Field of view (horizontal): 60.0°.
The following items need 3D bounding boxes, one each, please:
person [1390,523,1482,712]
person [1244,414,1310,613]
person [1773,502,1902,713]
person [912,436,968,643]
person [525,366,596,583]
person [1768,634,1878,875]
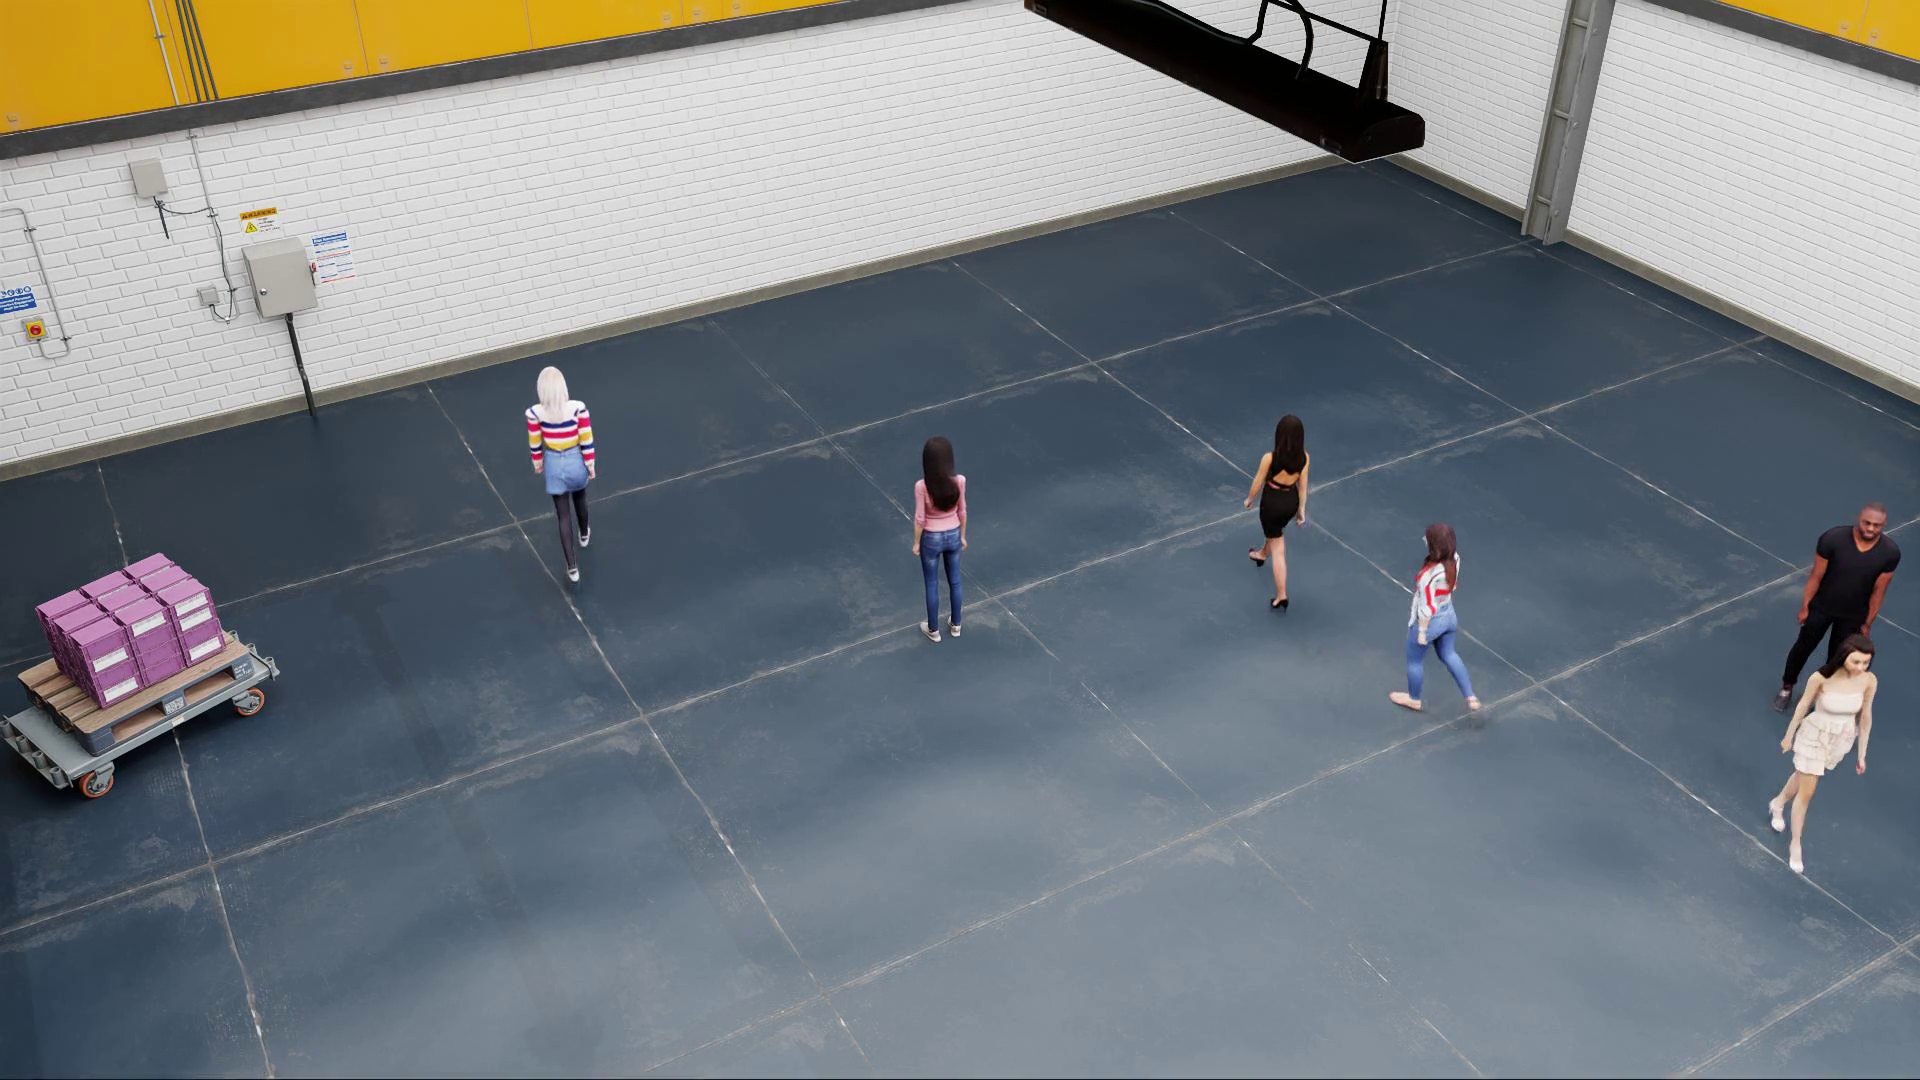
[{"bbox_3d":[3.413,0.592,11.767,0.742,1.594,0.918,-25,41,-32],"label":"person"},{"bbox_3d":[2.500,-0.158,12.883,0.698,1.608,1.061,-10,35,-14],"label":"person"},{"bbox_3d":[6.184,0.484,11.730,0.700,1.814,0.814,16,37,22],"label":"person"},{"bbox_3d":[-0.149,-0.010,12.538,0.614,1.743,0.554,-12,35,-17],"label":"person"},{"bbox_3d":[-3.150,-0.503,13.259,0.917,1.766,1.220,-7,34,-10],"label":"person"},{"bbox_3d":[5.499,1.247,10.679,0.845,1.707,0.970,0,34,1],"label":"person"}]
